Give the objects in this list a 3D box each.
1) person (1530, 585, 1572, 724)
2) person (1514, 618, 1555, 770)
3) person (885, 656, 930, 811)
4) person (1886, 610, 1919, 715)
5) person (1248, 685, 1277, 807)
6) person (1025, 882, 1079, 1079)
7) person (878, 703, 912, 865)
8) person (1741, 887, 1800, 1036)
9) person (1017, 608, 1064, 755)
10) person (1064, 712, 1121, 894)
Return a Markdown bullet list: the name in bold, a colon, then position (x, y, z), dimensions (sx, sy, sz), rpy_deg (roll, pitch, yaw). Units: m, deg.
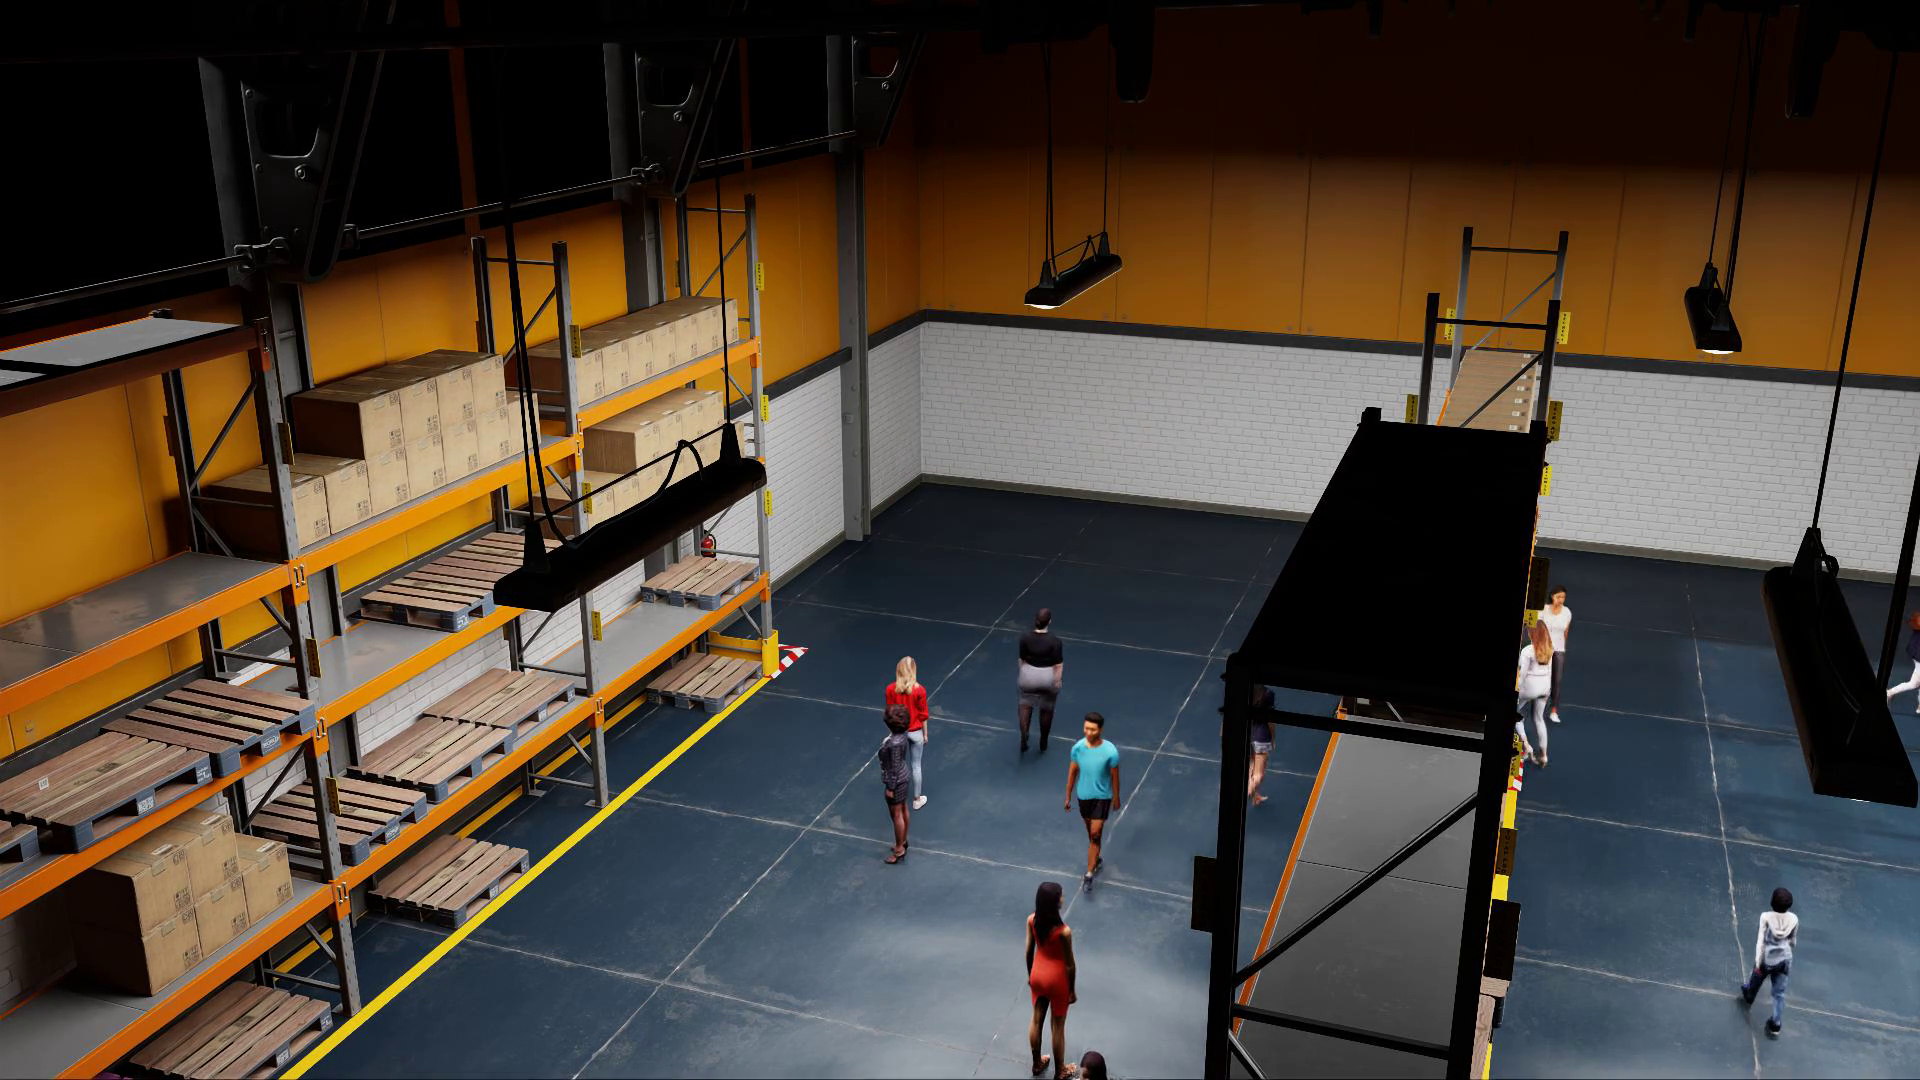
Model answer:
- **person**: position (6.992, 1.298, 19.848), dimensions (0.765, 1.601, 1.172), rpy_deg (2, 19, 5)
- **person**: position (6.365, 1.732, 18.338), dimensions (0.772, 1.742, 0.832), rpy_deg (-7, 20, -21)
- **person**: position (-0.555, 2.031, 17.508), dimensions (0.649, 1.705, 0.561), rpy_deg (3, 19, 10)
- **person**: position (11.393, 1.383, 19.776), dimensions (0.680, 1.485, 0.850), rpy_deg (8, 20, 24)
- **person**: position (3.037, 2.095, 17.264), dimensions (0.812, 1.740, 1.125), rpy_deg (14, 23, 36)
- **person**: position (0.710, 3.489, 13.155), dimensions (0.641, 1.719, 0.618), rpy_deg (13, 22, 33)
- **person**: position (-0.616, 2.389, 16.448), dimensions (0.702, 1.702, 0.526), rpy_deg (4, 19, 12)
- **person**: position (6.792, 3.515, 13.848), dimensions (0.589, 1.227, 0.908), rpy_deg (3, 19, 9)
- **person**: position (0.869, 1.625, 18.645), dimensions (0.712, 1.749, 0.834), rpy_deg (5, 19, 15)
- **person**: position (1.331, 2.463, 16.163), dimensions (0.702, 1.744, 1.006), rpy_deg (8, 20, 23)
